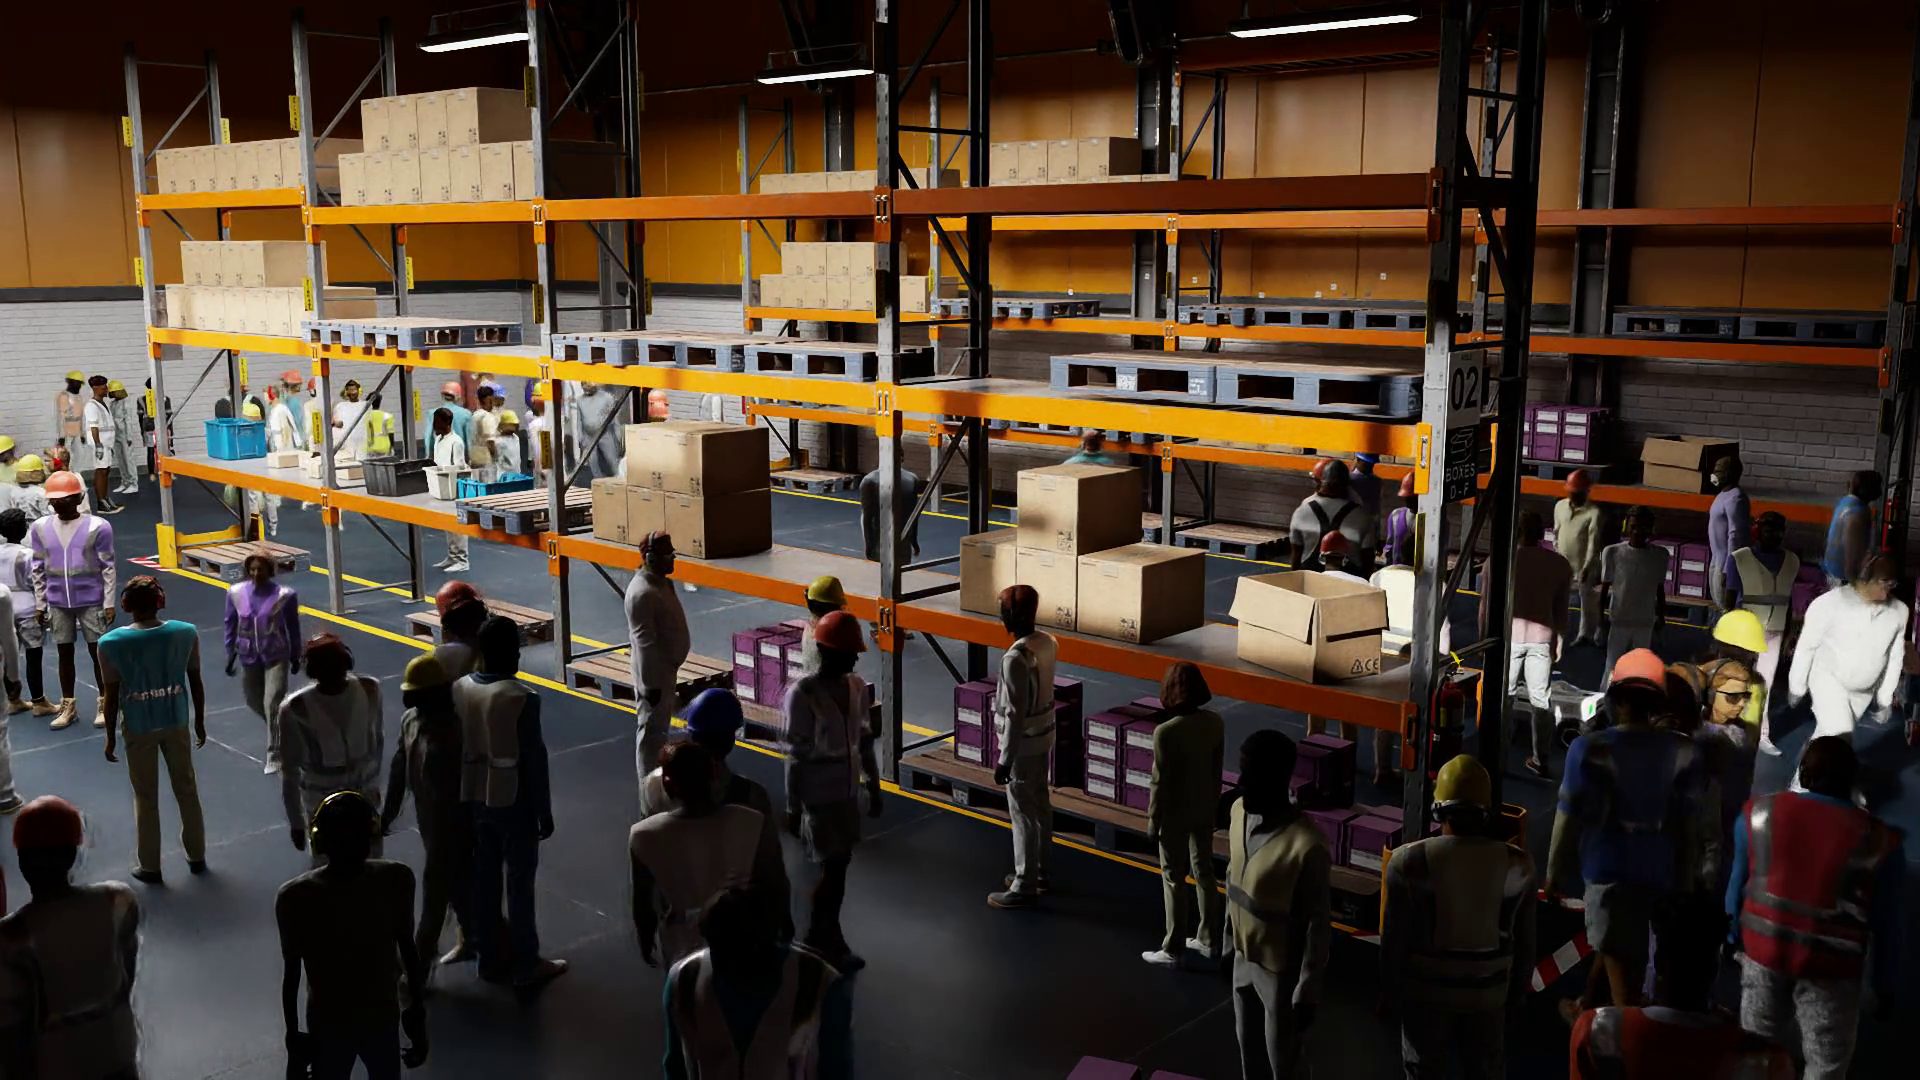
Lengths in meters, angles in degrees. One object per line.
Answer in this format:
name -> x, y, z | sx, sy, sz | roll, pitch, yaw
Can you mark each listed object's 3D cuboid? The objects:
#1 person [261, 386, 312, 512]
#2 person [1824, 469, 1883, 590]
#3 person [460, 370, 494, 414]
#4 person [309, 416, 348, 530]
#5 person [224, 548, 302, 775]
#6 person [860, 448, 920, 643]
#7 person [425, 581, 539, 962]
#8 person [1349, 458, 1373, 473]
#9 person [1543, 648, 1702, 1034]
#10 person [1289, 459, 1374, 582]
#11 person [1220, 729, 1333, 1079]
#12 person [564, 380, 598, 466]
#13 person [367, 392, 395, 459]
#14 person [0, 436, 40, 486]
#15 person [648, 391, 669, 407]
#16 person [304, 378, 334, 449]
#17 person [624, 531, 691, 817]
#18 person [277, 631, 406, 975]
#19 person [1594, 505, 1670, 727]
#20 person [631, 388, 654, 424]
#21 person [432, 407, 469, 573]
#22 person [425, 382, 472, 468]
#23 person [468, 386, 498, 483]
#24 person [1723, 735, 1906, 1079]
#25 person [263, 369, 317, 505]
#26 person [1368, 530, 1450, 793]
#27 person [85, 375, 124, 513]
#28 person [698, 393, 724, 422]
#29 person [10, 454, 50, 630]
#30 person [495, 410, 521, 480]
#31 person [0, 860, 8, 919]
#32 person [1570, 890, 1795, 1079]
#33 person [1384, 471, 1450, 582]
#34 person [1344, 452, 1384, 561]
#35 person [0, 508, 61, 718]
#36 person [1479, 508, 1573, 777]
person -> -9.631, -1.287, 23.674 | 0.677, 1.803, 0.590 | -7, 12, -34
person -> 7.897, 0.275, 14.736 | 0.431, 1.827, 0.640 | 4, 11, 20
person -> -8.755, -2.516, 30.327 | 0.686, 1.898, 0.528 | 1, 10, 4
person -> -8.460, -0.945, 22.229 | 0.519, 1.599, 0.750 | -10, 14, -44
person -> -5.056, 0.840, 12.143 | 0.517, 1.612, 0.708 | 0, 10, -1
person -> -0.659, 0.009, 15.928 | 0.627, 1.940, 0.376 | -6, 12, -32
person -> -2.531, 1.231, 8.914 | 0.790, 1.997, 0.418 | 6, 12, 30
person -> 4.075, -0.038, 17.051 | 0.282, 1.636, 0.500 | 6, 12, 29
person -> 3.009, 1.486, 7.486 | 0.629, 1.989, 1.074 | -1, 10, -5
person -> 3.089, 0.334, 13.803 | 0.683, 2.000, 0.536 | 4, 11, 21
person -> 1.243, 1.671, 6.588 | 0.371, 1.916, 0.597 | -4, 11, -23
person -> -6.431, -2.138, 28.363 | 0.601, 1.833, 0.966 | -3, 11, -17
person -> -8.510, -1.339, 24.329 | 0.539, 1.652, 0.832 | -2, 10, -10
person -> -10.276, -0.302, 18.252 | 0.571, 1.726, 0.538 | 3, 10, 16
person -> -3.948, -0.976, 21.580 | 0.540, 1.915, 0.471 | 8, 13, 39
person -> -9.878, -1.611, 25.611 | 0.342, 1.749, 0.573 | 4, 11, 23
person -> -1.992, 0.883, 11.073 | 0.406, 1.910, 0.639 | 0, 10, -1
person -> -3.209, 1.357, 8.608 | 0.581, 1.830, 0.951 | -8, 13, -38
person -> 5.048, 0.653, 12.495 | 0.535, 1.865, 0.310 | 1, 10, 6
person -> -5.306, -1.990, 28.173 | 0.507, 1.604, 0.756 | -2, 10, -14
person -> -5.933, -0.589, 19.367 | 0.377, 1.917, 0.599 | -8, 13, -37
person -> -6.965, -1.188, 22.708 | 0.628, 1.946, 0.968 | -5, 11, -26
person -> -6.262, -1.045, 21.903 | 0.425, 1.946, 0.775 | -6, 11, -29
person -> 3.436, 1.700, 6.734 | 0.675, 1.824, 0.445 | 8, 13, 40
person -> -9.700, -1.461, 24.040 | 0.978, 2.010, 0.602 | -6, 12, -31
person -> 3.119, 0.839, 11.518 | 0.429, 1.843, 0.623 | -8, 13, -39
person -> -12.170, -1.363, 23.607 | 0.367, 1.966, 0.607 | -3, 10, -14
person -> -3.760, -1.593, 25.019 | 0.420, 1.932, 0.619 | -5, 11, -28
person -> -9.086, 0.024, 16.398 | 0.486, 1.744, 0.294 | 3, 11, 18
person -> -5.726, -0.788, 21.027 | 0.492, 1.729, 0.488 | 3, 10, 17
person -> -5.420, 1.223, 8.947 | 0.413, 1.984, 0.619 | -8, 13, -37
person -> 2.057, 1.963, 4.821 | 0.603, 1.959, 0.372 | 5, 11, 25
person -> 3.783, 0.373, 13.898 | 0.542, 1.929, 0.374 | 8, 13, 38
person -> 3.837, 0.002, 15.970 | 0.602, 1.938, 0.401 | -7, 12, -36
person -> -7.529, 0.585, 13.351 | 0.535, 1.700, 0.318 | 3, 11, 18
person -> 4.018, 0.735, 11.871 | 0.628, 1.928, 0.383 | 1, 10, 3
